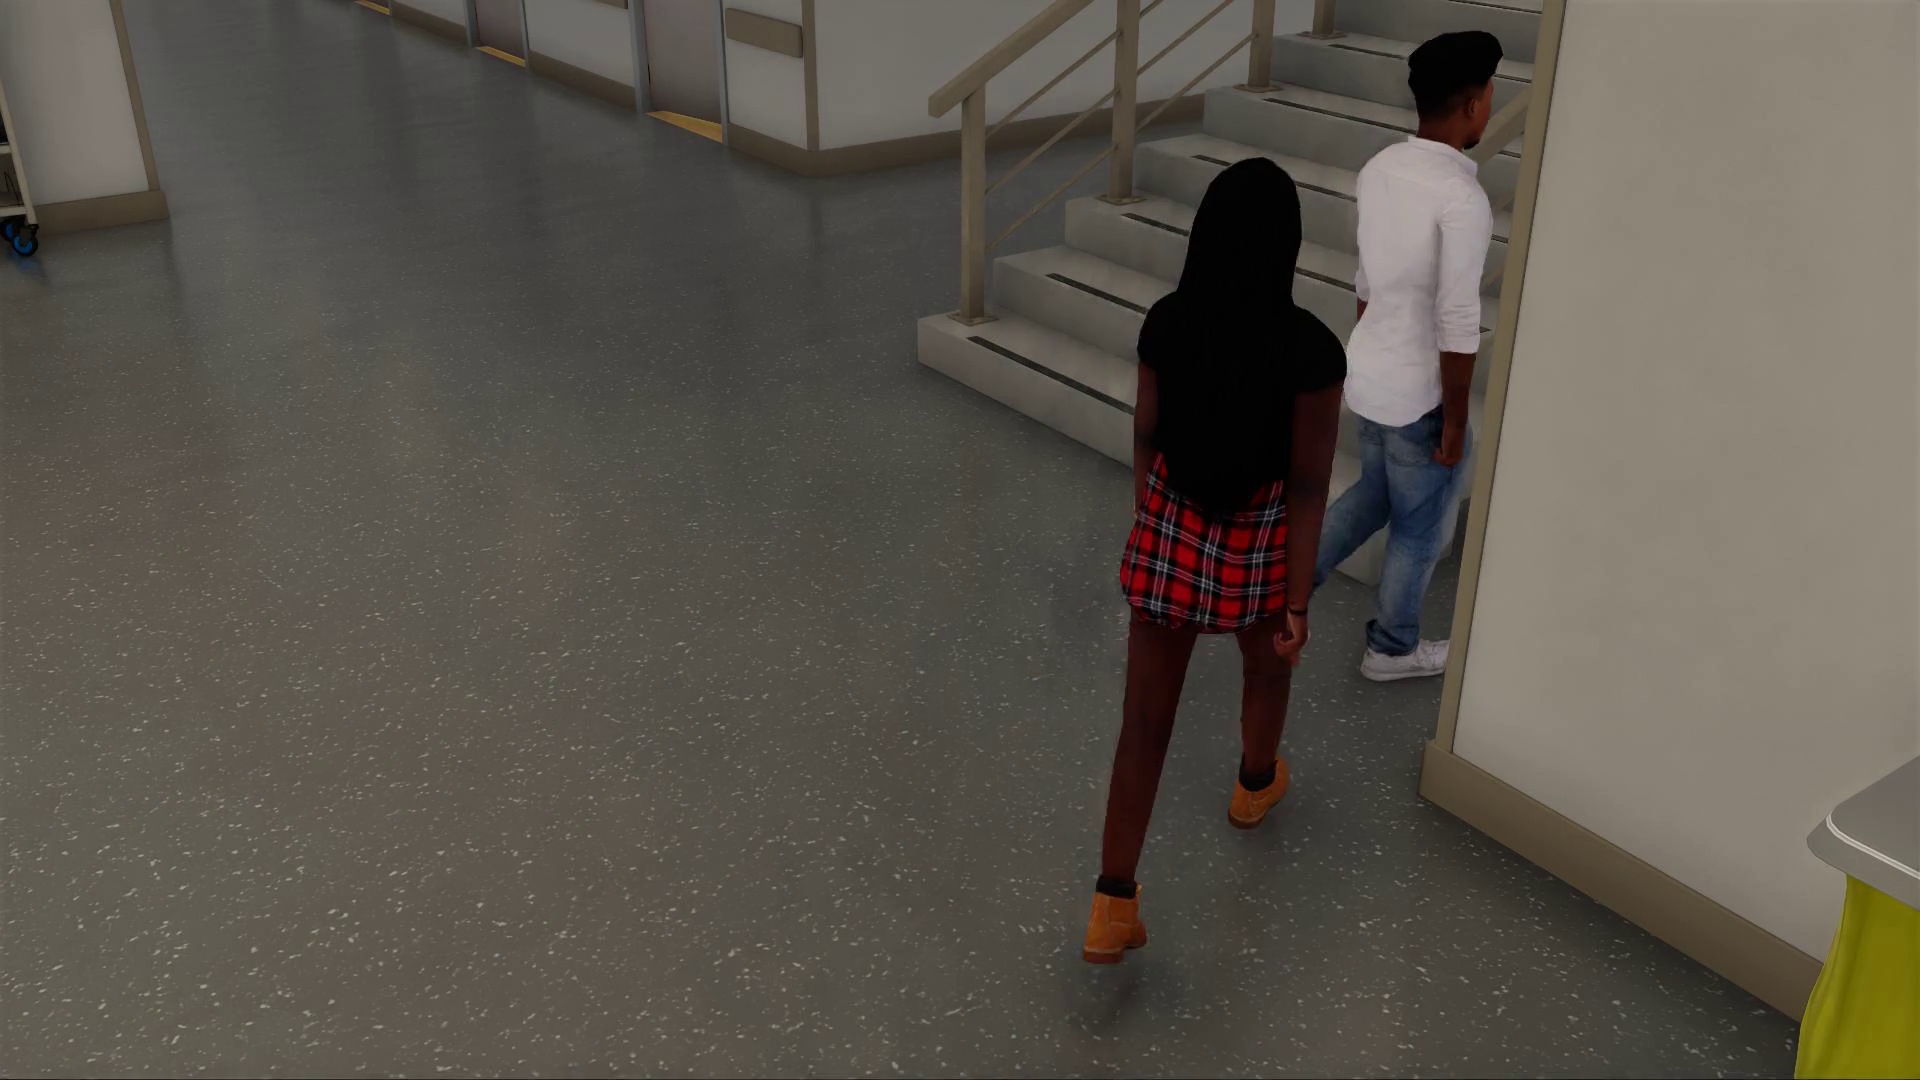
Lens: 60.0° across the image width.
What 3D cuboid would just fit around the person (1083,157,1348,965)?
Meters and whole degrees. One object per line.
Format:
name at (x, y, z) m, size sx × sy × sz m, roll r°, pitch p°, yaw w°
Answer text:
person at (0.506, 0.112, 3.484) m, size 1.047 × 1.675 × 1.301 m, roll 11°, pitch 28°, yaw 22°

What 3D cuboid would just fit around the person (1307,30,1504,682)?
person at (1.122, -0.423, 4.461) m, size 0.938 × 1.789 × 0.780 m, roll -8°, pitch 27°, yaw -15°
